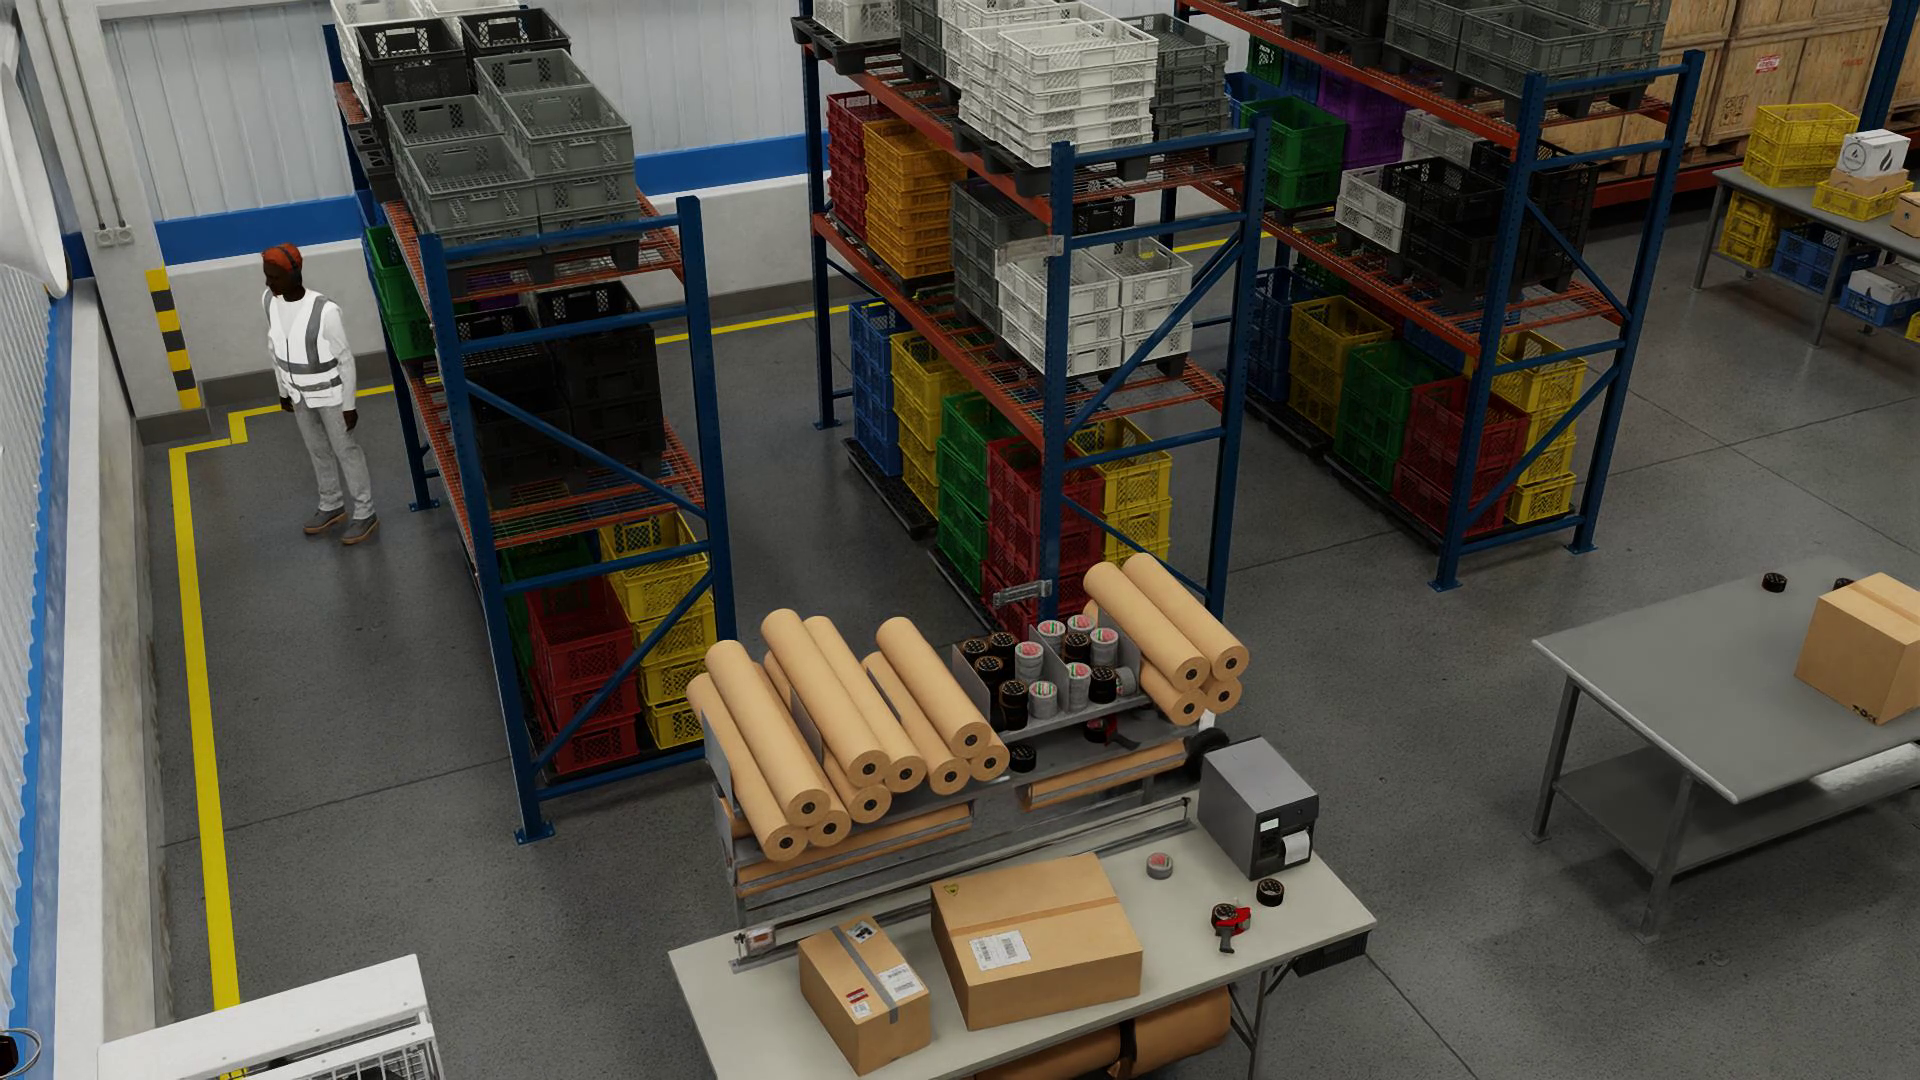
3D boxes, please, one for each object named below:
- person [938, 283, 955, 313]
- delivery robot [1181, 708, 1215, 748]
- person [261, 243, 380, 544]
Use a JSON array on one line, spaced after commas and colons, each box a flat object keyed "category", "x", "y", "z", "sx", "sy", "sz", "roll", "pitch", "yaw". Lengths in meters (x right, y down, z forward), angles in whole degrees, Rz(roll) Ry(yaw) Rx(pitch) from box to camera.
[{"category": "person", "x": 0.062, "y": -2.189, "z": 11.955, "sx": 0.647, "sy": 1.896, "sz": 0.572, "roll": -6, "pitch": 32, "yaw": -10}, {"category": "delivery robot", "x": 0.907, "y": 0.877, "z": 8.159, "sx": 0.707, "sy": 0.478, "sz": 0.477, "roll": -18, "pitch": 37, "yaw": -27}, {"category": "person", "x": -3.795, "y": -0.859, "z": 9.812, "sx": 0.585, "sy": 1.882, "sz": 0.337, "roll": 14, "pitch": 34, "yaw": 22}]
